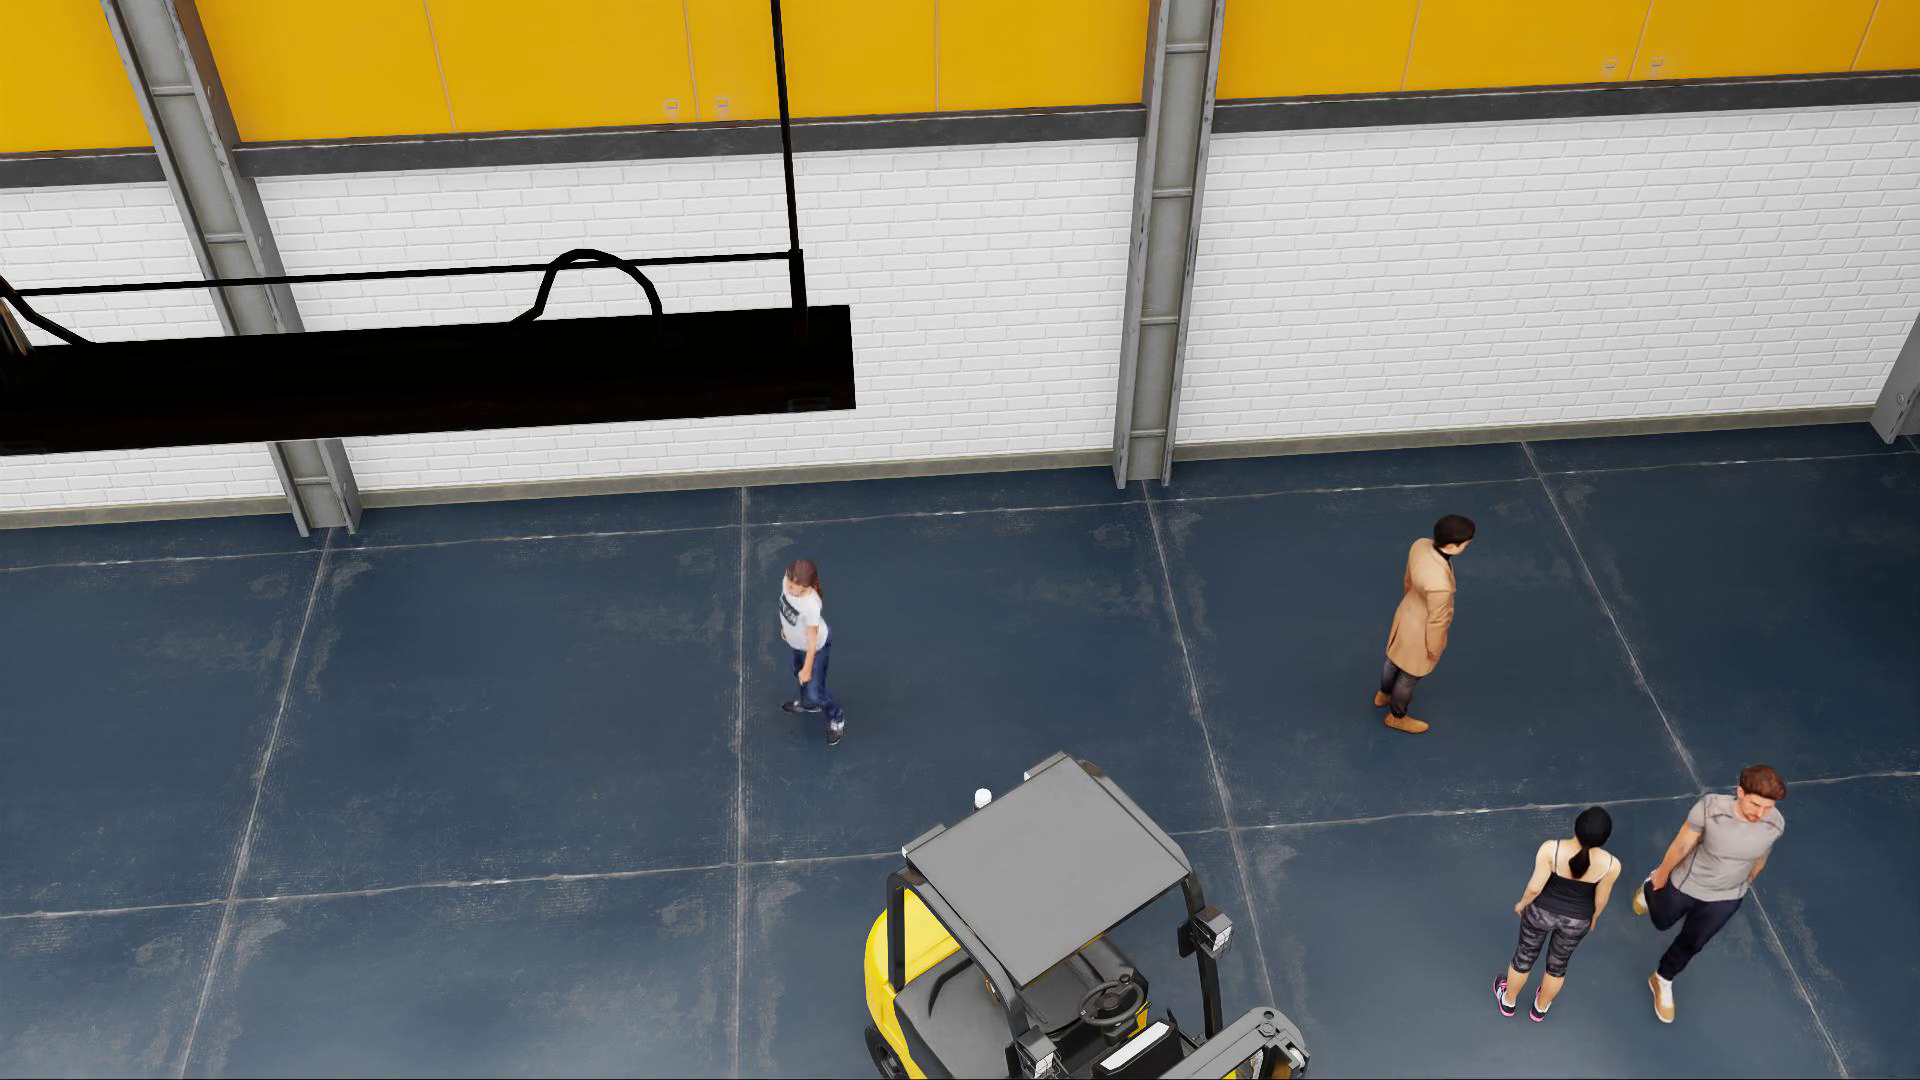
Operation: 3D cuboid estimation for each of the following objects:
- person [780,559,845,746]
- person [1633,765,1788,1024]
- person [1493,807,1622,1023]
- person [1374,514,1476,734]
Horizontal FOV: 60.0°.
[{"bbox_3d":[-0.950,0.622,10.295,0.694,1.539,0.716,-11,45,-11],"label":"person"},{"bbox_3d":[3.960,1.751,8.870,1.054,1.871,0.894,8,44,8],"label":"person"},{"bbox_3d":[3.139,1.972,8.740,0.592,1.730,0.710,12,45,12],"label":"person"},{"bbox_3d":[2.842,0.502,10.287,0.605,1.725,0.639,-5,44,-5],"label":"person"}]
